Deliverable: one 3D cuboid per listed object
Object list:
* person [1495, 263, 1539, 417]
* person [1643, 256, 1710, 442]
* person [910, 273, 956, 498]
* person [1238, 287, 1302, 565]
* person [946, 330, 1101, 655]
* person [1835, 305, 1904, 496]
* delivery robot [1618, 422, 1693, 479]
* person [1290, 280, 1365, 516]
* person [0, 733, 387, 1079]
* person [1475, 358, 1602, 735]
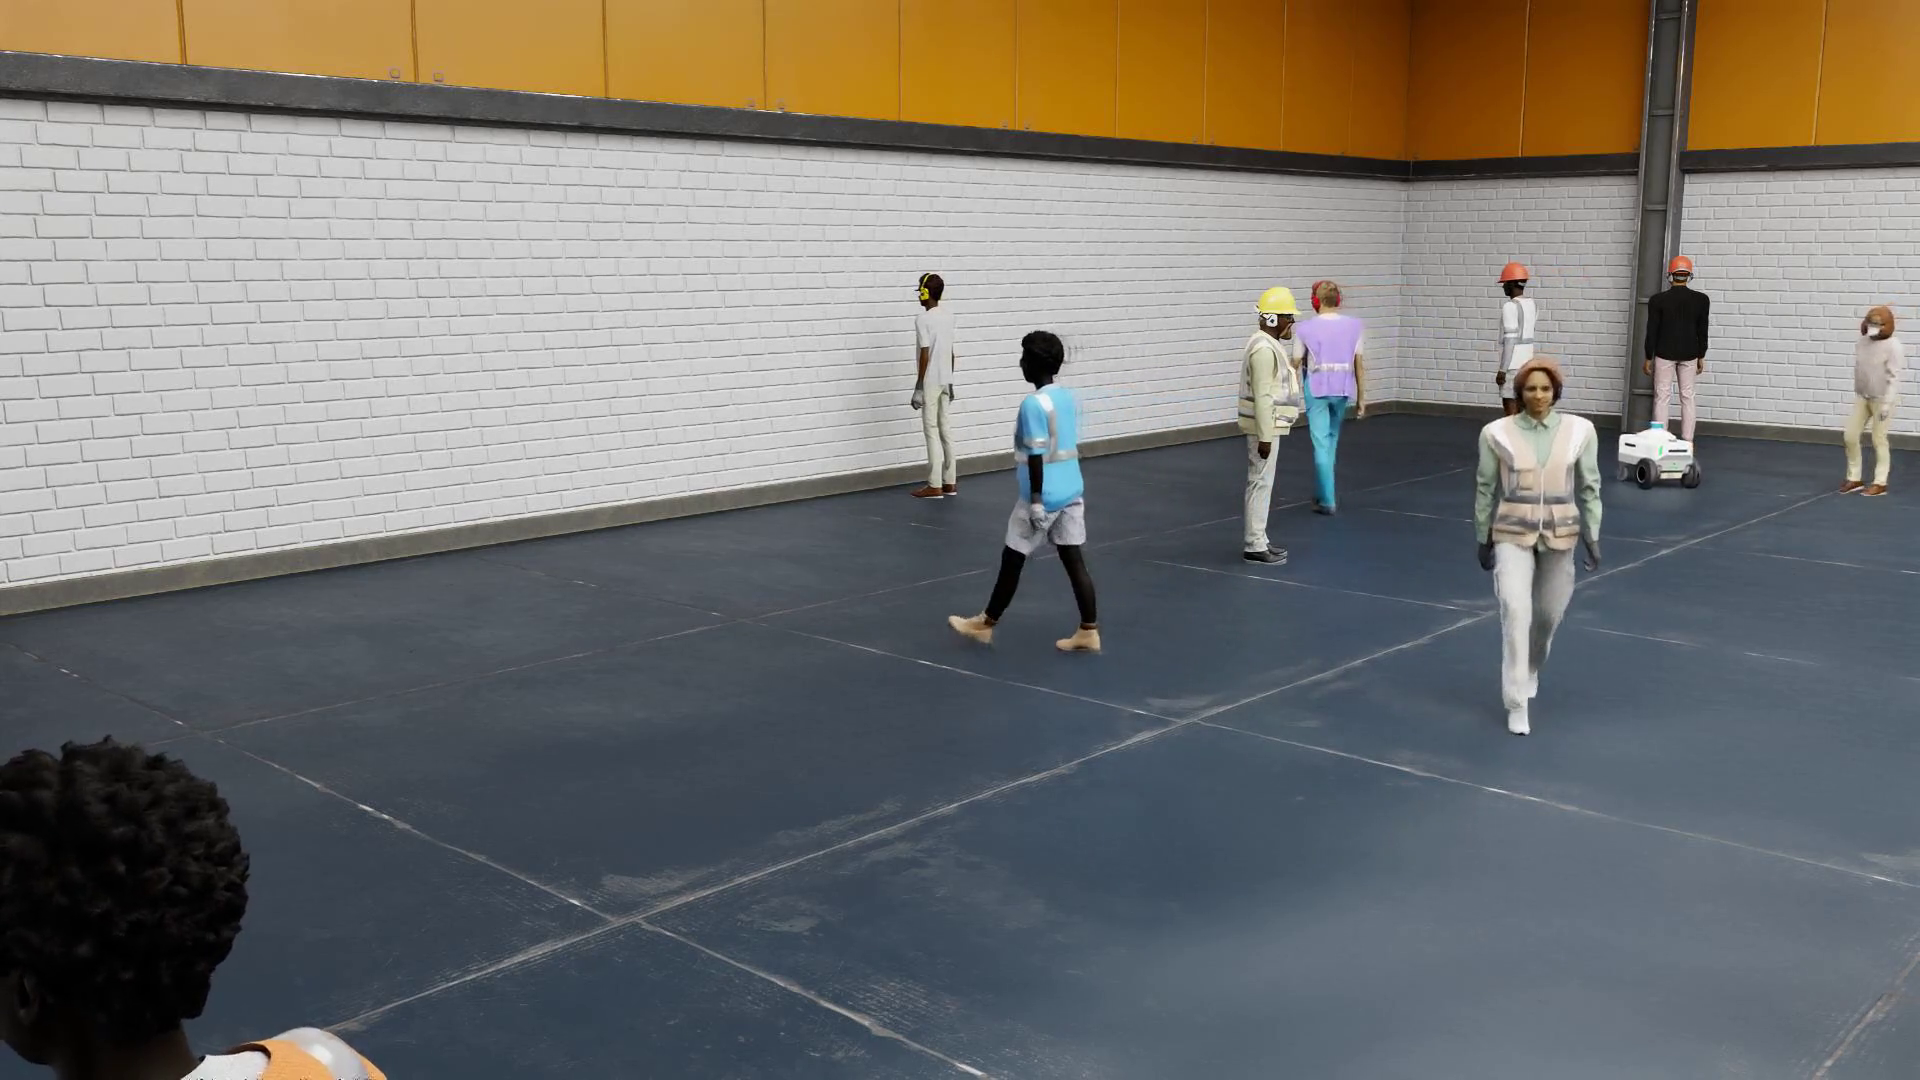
[{"bbox_3d":[5.326,-1.701,16.068,0.377,1.932,0.552,9,14,43],"label":"person"},{"bbox_3d":[7.211,-1.857,16.784,0.612,1.996,0.389,1,10,7],"label":"person"},{"bbox_3d":[-0.228,-1.278,13.852,0.322,1.868,0.518,7,12,34],"label":"person"},{"bbox_3d":[2.032,-0.746,10.960,0.403,1.825,0.592,2,10,11],"label":"person"},{"bbox_3d":[0.359,-0.236,8.520,0.827,1.654,0.542,6,11,30],"label":"person"},{"bbox_3d":[7.637,-1.149,13.852,0.474,1.595,0.531,-3,10,-16],"label":"person"},{"bbox_3d":[6.079,-0.791,14.544,0.477,0.478,0.707,-1,10,-8],"label":"delivery robot"},{"bbox_3d":[2.824,-1.126,13.115,0.608,1.811,0.817,-2,10,-13],"label":"person"},{"bbox_3d":[-0.651,0.996,1.419,0.321,1.690,0.529,3,10,15],"label":"person"},{"bbox_3d":[2.541,-0.010,7.371,0.518,1.613,0.781,2,10,9],"label":"person"}]
